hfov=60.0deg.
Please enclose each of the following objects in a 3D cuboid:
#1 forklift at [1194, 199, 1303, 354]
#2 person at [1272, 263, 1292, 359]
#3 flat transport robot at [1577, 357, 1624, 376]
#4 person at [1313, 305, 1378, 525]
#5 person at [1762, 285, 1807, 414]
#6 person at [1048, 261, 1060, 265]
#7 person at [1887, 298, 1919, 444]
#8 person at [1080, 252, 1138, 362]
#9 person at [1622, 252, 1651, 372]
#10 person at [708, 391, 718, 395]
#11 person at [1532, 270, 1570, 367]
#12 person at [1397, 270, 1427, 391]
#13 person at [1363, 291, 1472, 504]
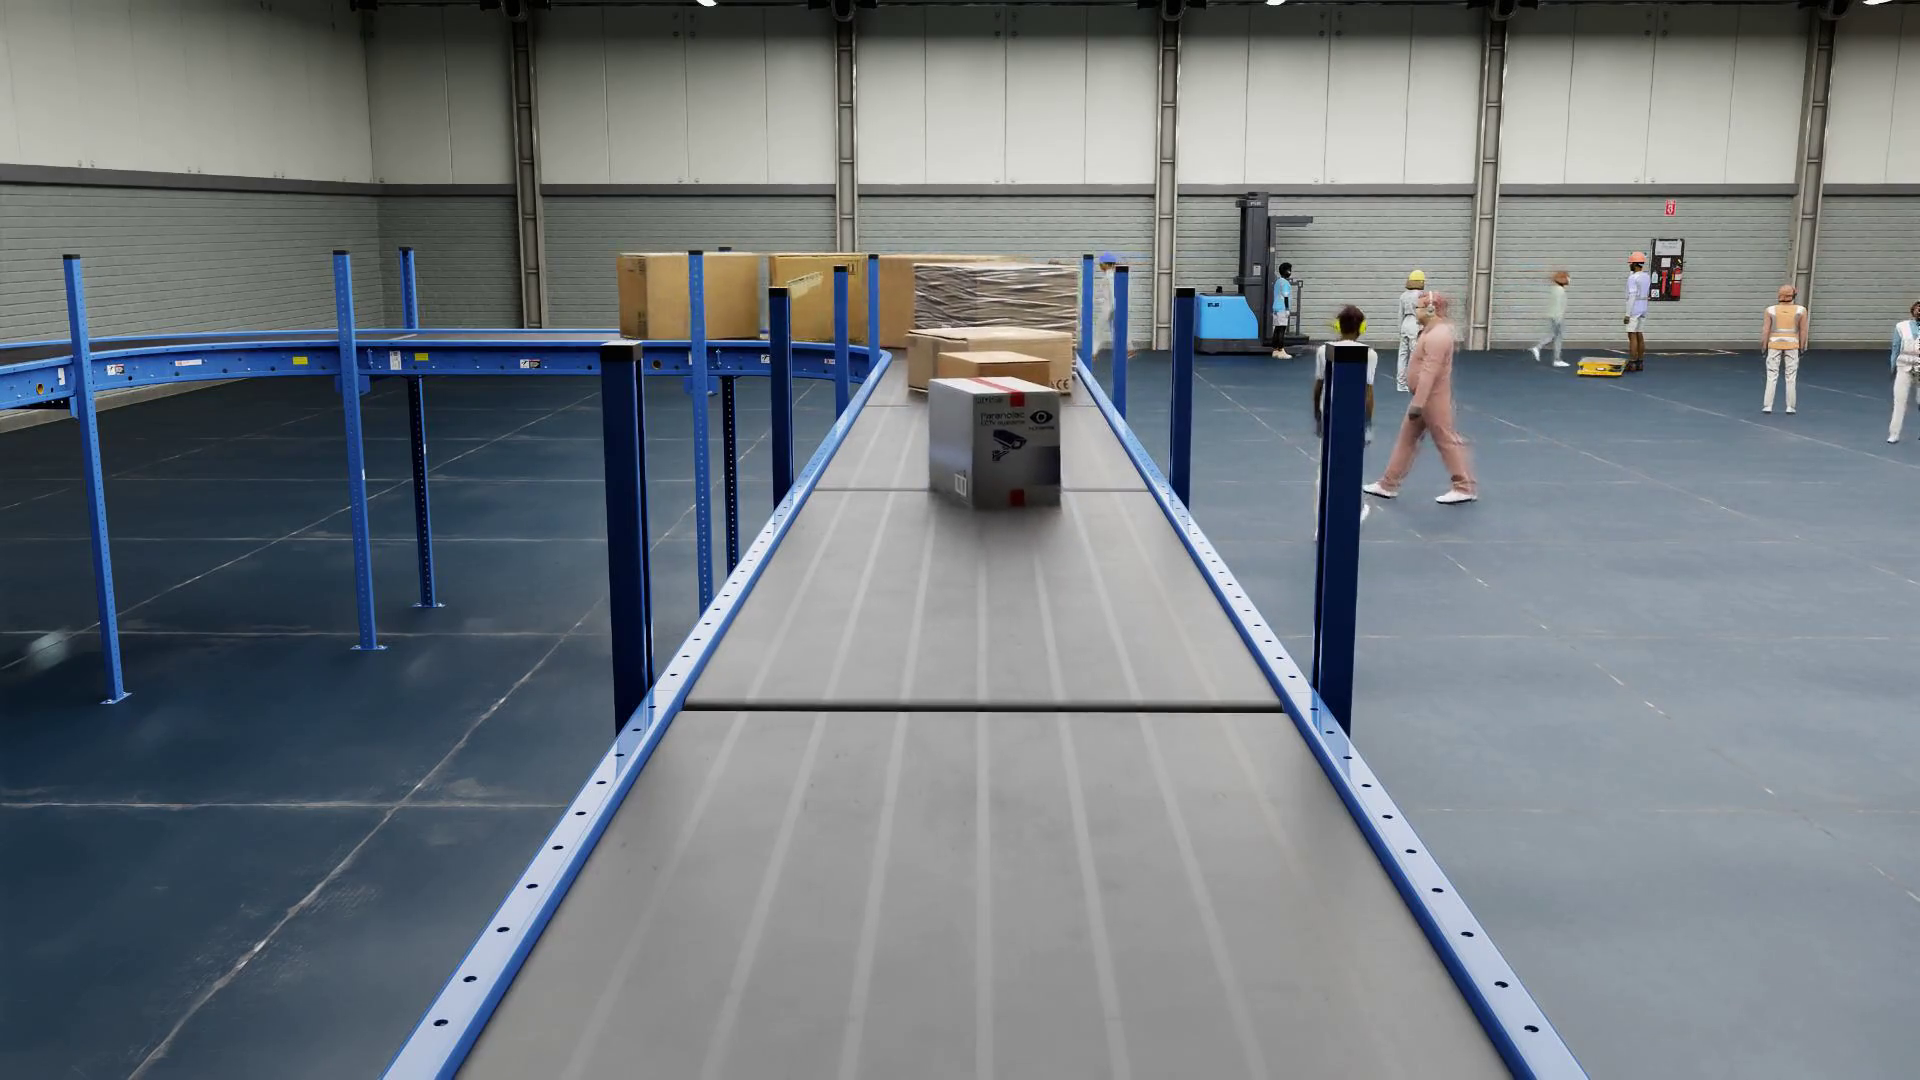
[{"bbox_3d":[5.313,-4.851,30.603,1.873,2.768,1.129,0,11,1],"label":"forklift"},{"bbox_3d":[5.731,-4.074,29.559,0.321,1.693,0.530,-2,11,-8],"label":"person"},{"bbox_3d":[10.341,-2.806,26.815,0.652,0.197,1.431,5,12,22],"label":"flat transport robot"},{"bbox_3d":[3.044,-0.942,13.186,0.505,1.811,1.040,5,12,23],"label":"person"},{"bbox_3d":[10.530,-2.435,21.276,0.512,1.638,0.312,5,12,25],"label":"person"},{"bbox_3d":[1.461,-3.557,26.648,0.947,1.790,0.652,5,12,26],"label":"person"},{"bbox_3d":[10.718,-1.908,18.651,0.531,1.609,0.766,10,15,42],"label":"person"},{"bbox_3d":[2.638,-4.063,28.987,1.019,1.902,0.627,1,11,4],"label":"person"},{"bbox_3d":[10.976,-3.715,27.084,0.548,1.937,0.379,-9,14,-39],"label":"person"},{"bbox_3d":[-3.596,-2.931,23.495,0.312,1.767,0.533,-2,11,-12],"label":"person"},{"bbox_3d":[10.025,-3.747,28.068,0.527,1.623,0.505,3,11,13],"label":"person"},{"bbox_3d":[6.515,-2.999,23.912,0.313,1.741,0.487,-7,13,-30],"label":"person"},{"bbox_3d":[4.075,-1.247,14.611,0.989,1.851,0.668,2,11,10],"label":"person"}]
